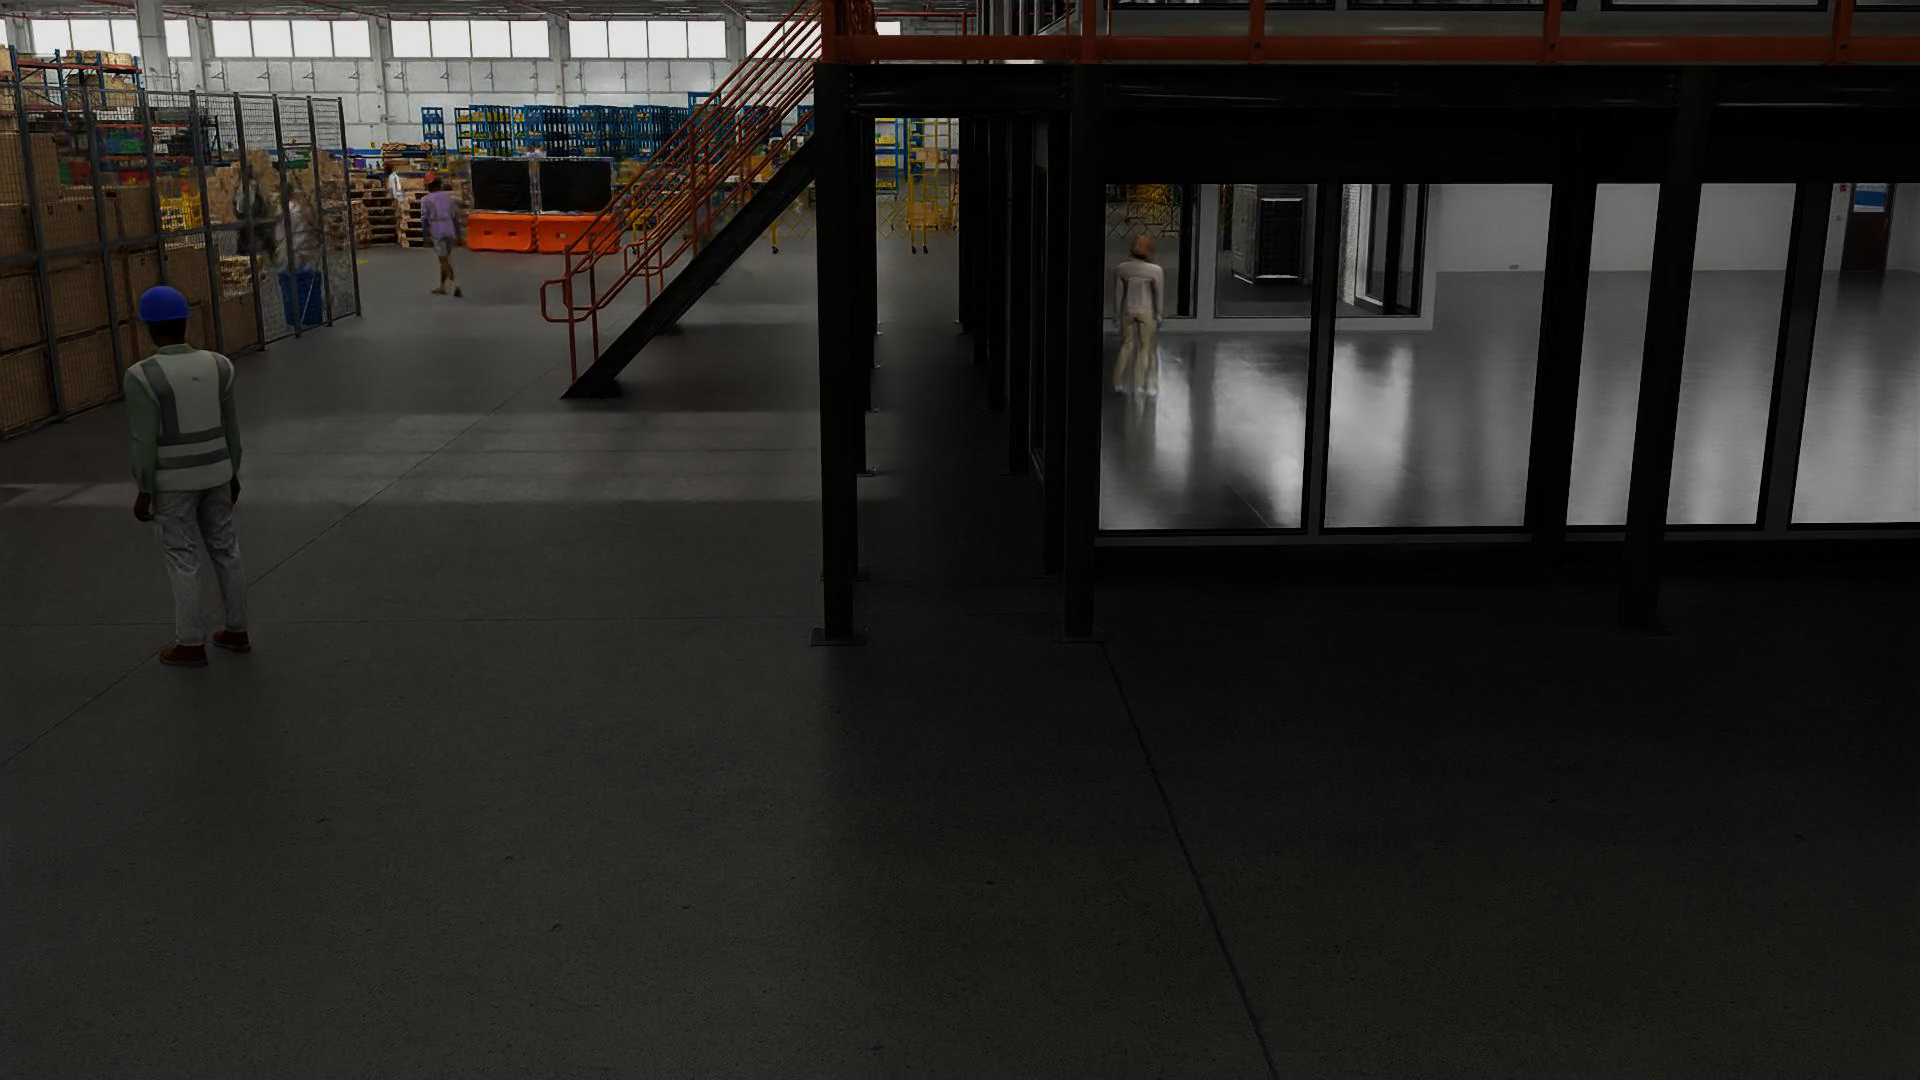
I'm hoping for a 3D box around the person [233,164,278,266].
[{"bbox_3d":[-13.814,-6.344,32.392,1.032,2.000,0.696,3,14,10],"label":"person"}]

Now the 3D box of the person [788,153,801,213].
[{"bbox_3d":[-5.174,-11.129,51.905,0.432,1.846,0.600,13,19,43],"label":"person"}]

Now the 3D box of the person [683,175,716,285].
[{"bbox_3d":[-4.535,-5.276,28.403,0.879,1.890,0.626,-12,18,-40],"label":"person"}]

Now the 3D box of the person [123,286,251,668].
[{"bbox_3d":[-3.949,-0.318,8.498,0.397,1.944,0.618,8,16,28],"label":"person"}]

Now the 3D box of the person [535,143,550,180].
[{"bbox_3d":[-18.895,-17.050,75.522,0.860,1.869,0.672,7,16,25],"label":"person"}]

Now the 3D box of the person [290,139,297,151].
[{"bbox_3d":[-36.672,-21.149,91.773,0.356,1.937,0.552,10,17,34],"label":"person"}]

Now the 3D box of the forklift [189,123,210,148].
[{"bbox_3d":[-39.204,-20.156,85.893,1.129,2.768,1.873,-1,14,-2],"label":"forklift"}]

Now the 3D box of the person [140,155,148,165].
[{"bbox_3d":[-34.968,-16.018,71.593,0.613,1.779,0.944,-2,14,-9],"label":"person"}]

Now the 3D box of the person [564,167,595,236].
[{"bbox_3d":[-9.325,-8.279,40.779,0.926,1.709,0.541,7,16,27],"label":"person"}]

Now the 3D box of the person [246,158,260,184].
[{"bbox_3d":[-17.071,-8.195,39.999,0.354,1.939,0.544,5,15,18],"label":"person"}]

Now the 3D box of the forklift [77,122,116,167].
[{"bbox_3d":[-37.872,-16.852,72.685,1.129,2.768,1.873,-1,14,-2],"label":"forklift"}]

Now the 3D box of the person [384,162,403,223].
[{"bbox_3d":[-13.877,-8.257,40.449,1.003,1.825,0.608,-1,14,-4],"label":"person"}]

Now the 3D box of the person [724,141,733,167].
[{"bbox_3d":[-10.710,-17.241,76.059,0.676,1.976,0.653,3,14,10],"label":"person"}]

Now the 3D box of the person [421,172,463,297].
[{"bbox_3d":[-8.330,-4.936,26.889,0.994,1.996,0.660,12,18,39],"label":"person"}]

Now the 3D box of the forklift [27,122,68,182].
[{"bbox_3d":[-35.376,-14.773,64.377,1.129,2.768,1.873,-1,14,-2],"label":"forklift"}]

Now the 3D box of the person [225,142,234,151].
[{"bbox_3d":[-34.729,-17.975,79.168,0.674,1.906,0.671,6,15,22],"label":"person"}]

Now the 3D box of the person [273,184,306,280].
[{"bbox_3d":[-9.682,-4.169,23.931,0.442,1.921,0.641,-10,17,-33],"label":"person"}]

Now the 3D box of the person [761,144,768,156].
[{"bbox_3d":[-8.968,-17.337,76.789,0.547,1.813,0.590,1,14,4],"label":"person"}]

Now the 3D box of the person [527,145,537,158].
[{"bbox_3d":[-19.309,-16.888,75.025,0.942,1.801,0.607,5,15,21],"label":"person"}]
